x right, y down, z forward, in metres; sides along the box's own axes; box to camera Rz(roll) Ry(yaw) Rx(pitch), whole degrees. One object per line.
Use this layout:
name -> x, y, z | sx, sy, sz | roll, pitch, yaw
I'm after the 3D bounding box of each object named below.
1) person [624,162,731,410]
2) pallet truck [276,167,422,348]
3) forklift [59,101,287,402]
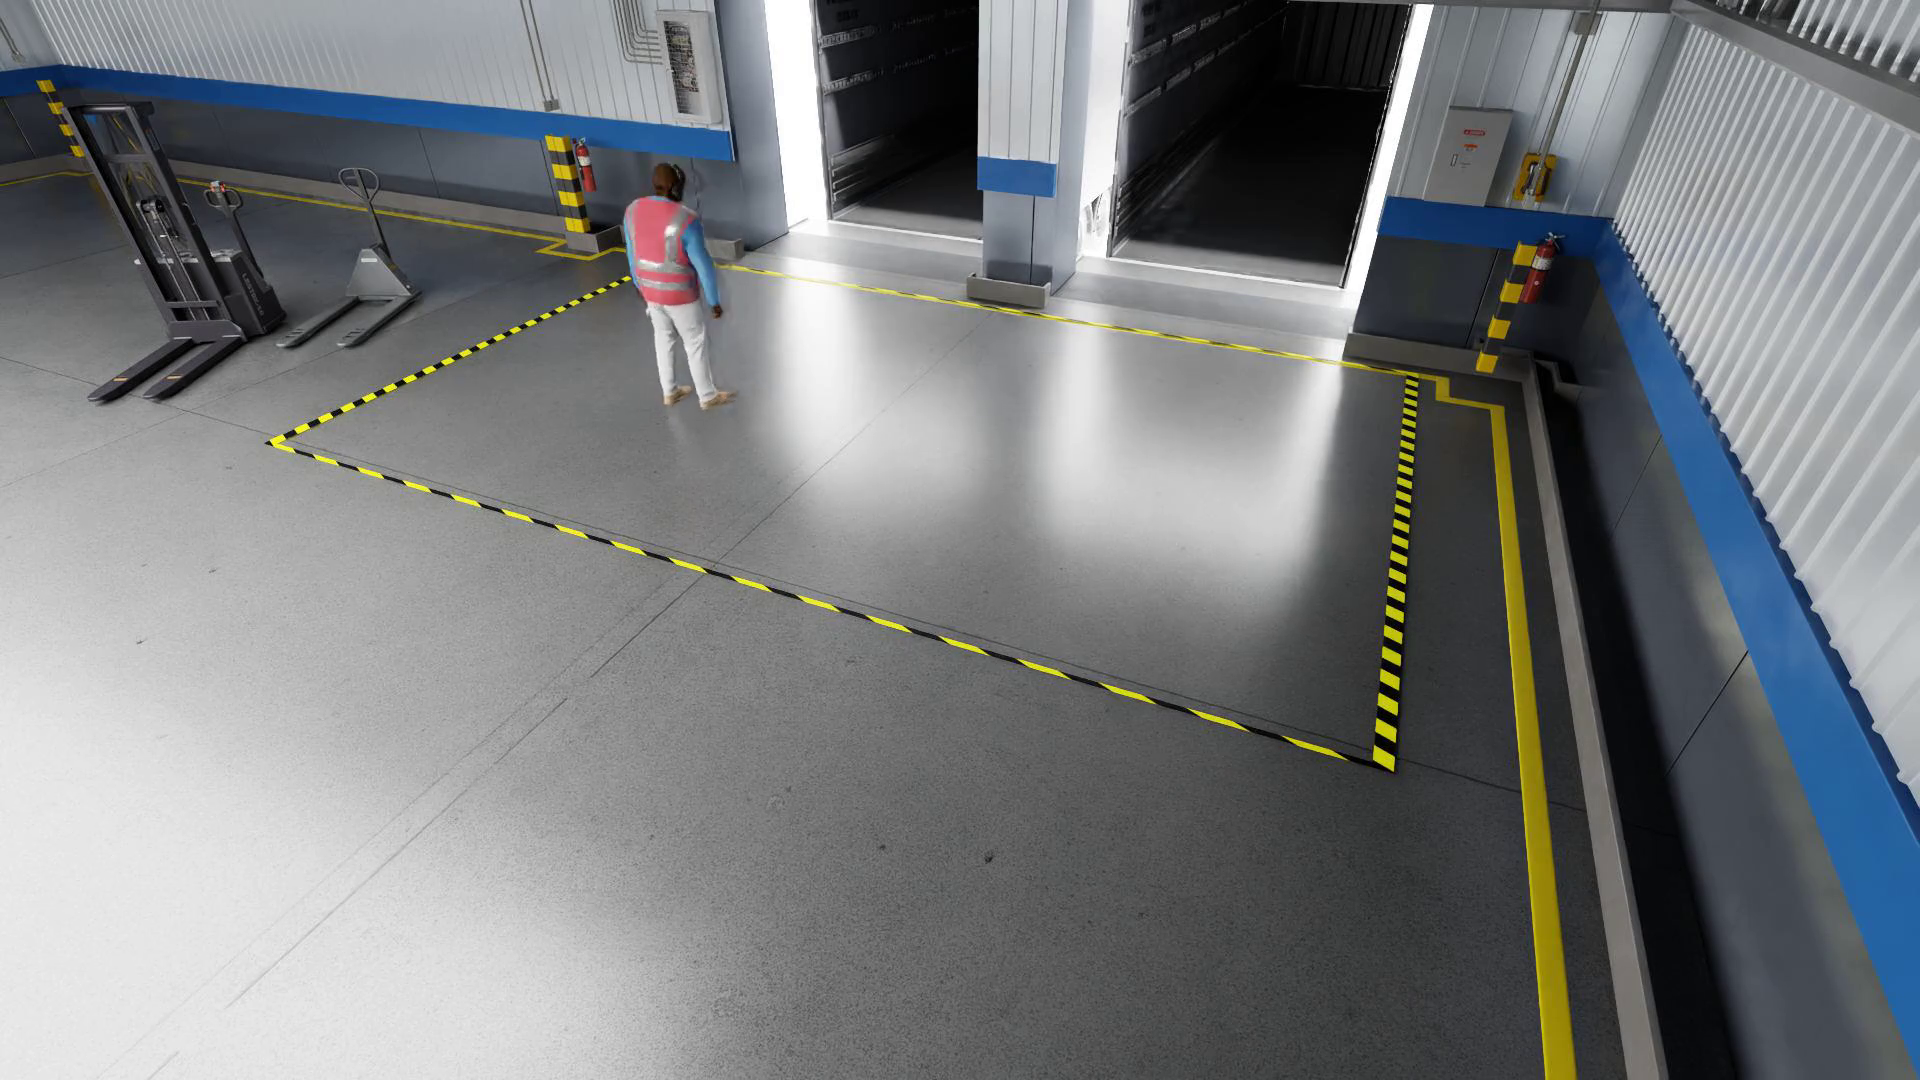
person -> -2.111, -1.824, 6.804 | 0.732, 1.819, 0.478 | 13, 37, 18
pallet truck -> -5.732, -2.611, 8.414 | 0.680, 1.201, 1.601 | -1, 35, -1
forklift -> -6.686, -2.387, 7.434 | 0.823, 1.965, 1.885 | -3, 35, -5
